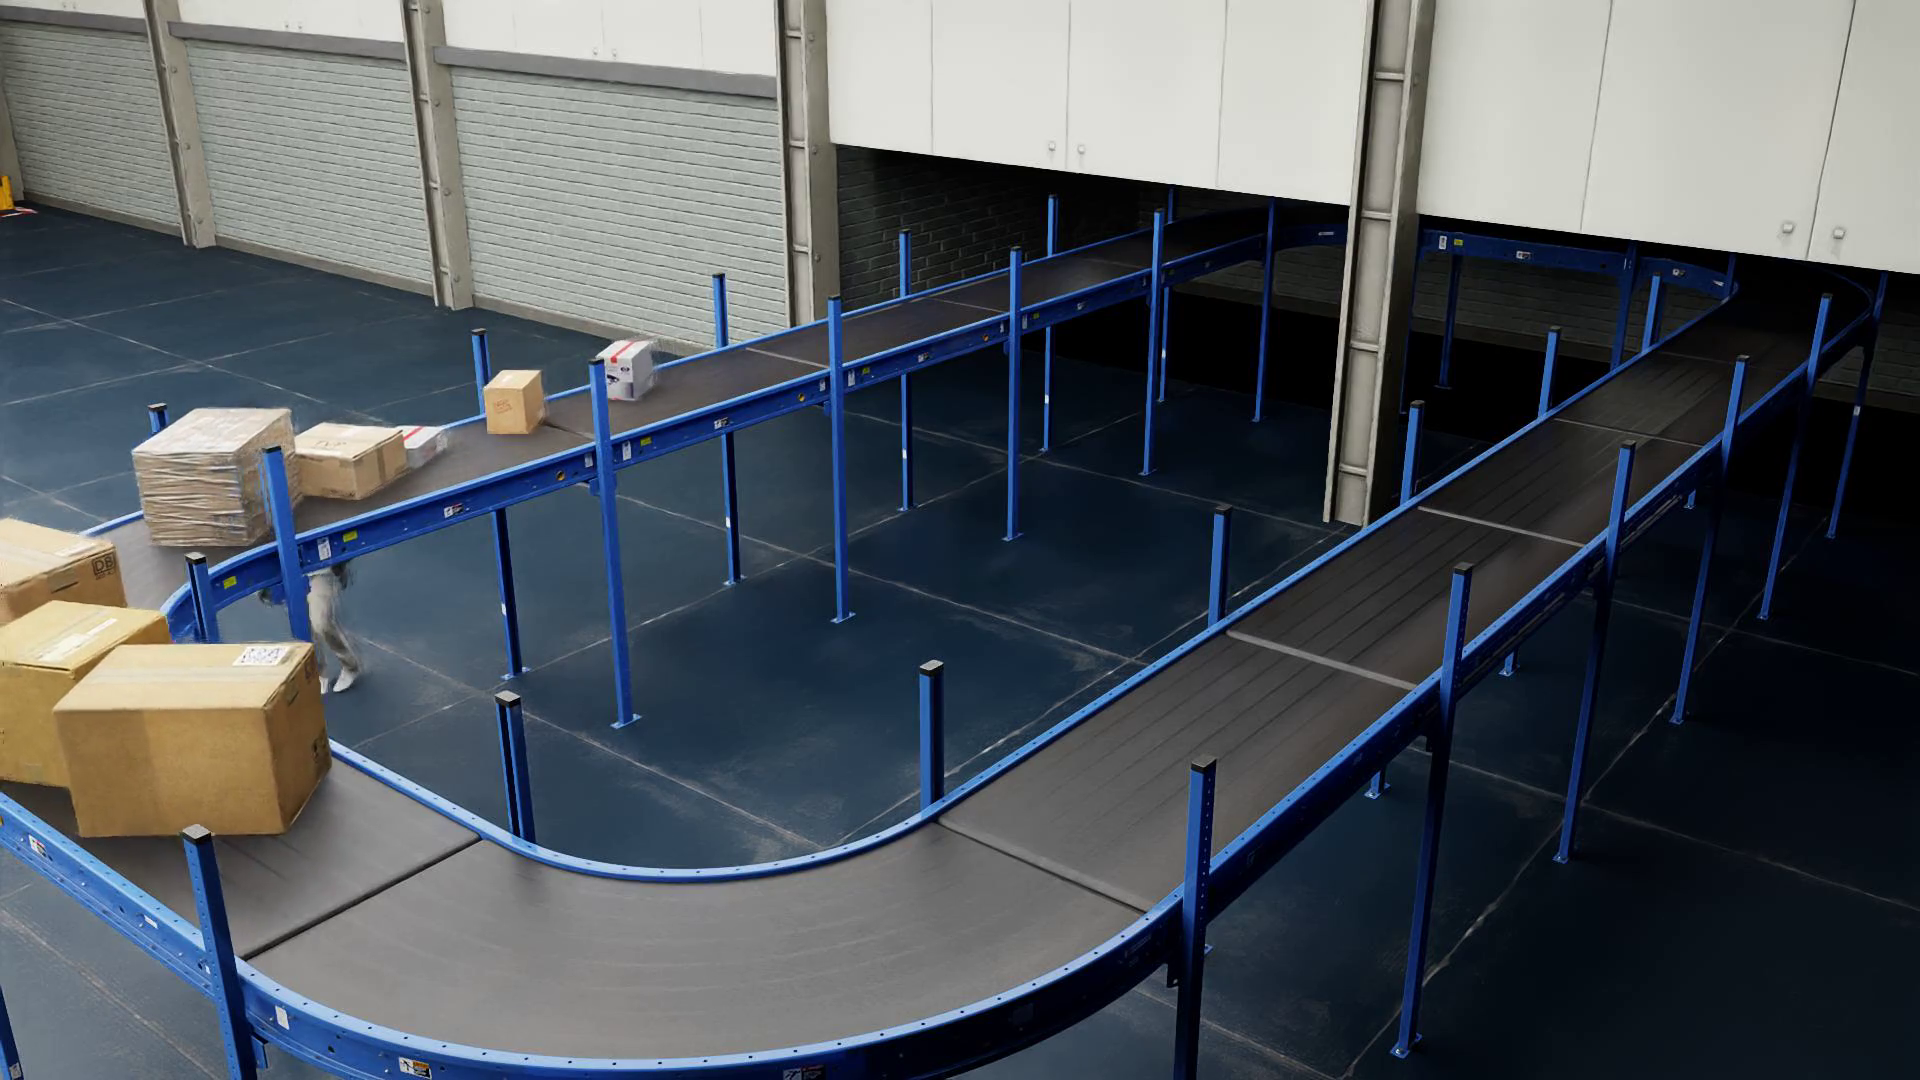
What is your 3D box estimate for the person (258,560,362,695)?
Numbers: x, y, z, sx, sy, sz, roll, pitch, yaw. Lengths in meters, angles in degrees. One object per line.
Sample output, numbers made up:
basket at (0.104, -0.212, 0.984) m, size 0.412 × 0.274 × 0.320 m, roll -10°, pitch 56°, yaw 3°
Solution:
person at (-4.122, 0.228, 10.415) m, size 0.581 × 1.612 × 0.344 m, roll 2°, pitch 22°, yaw 6°
